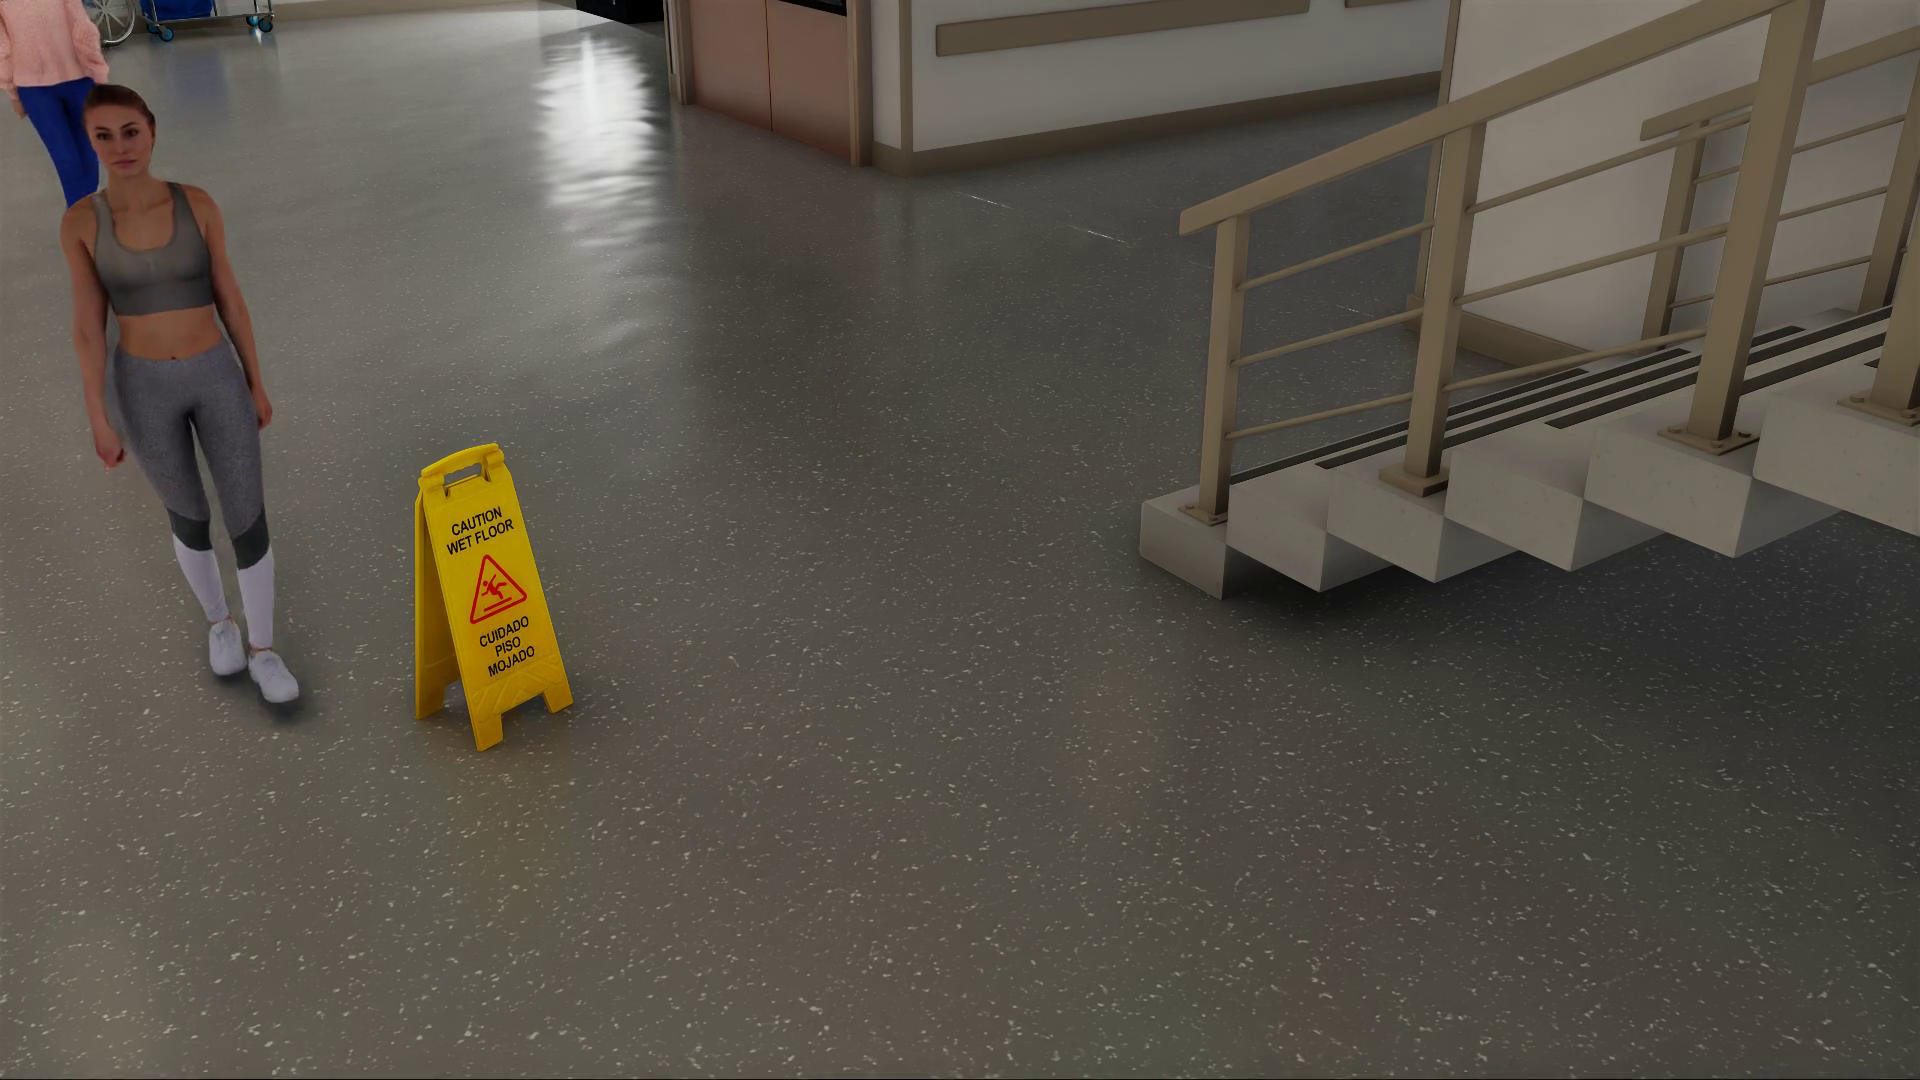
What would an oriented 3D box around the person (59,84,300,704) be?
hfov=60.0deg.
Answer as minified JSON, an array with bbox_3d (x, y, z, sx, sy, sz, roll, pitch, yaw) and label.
[{"bbox_3d":[-2.142,-0.402,4.573,0.657,1.686,0.817,-13,29,-25],"label":"person"}]

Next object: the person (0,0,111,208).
[{"bbox_3d":[-4.487,-2.203,8.282,0.640,1.709,1.101,-17,31,-32],"label":"person"}]
